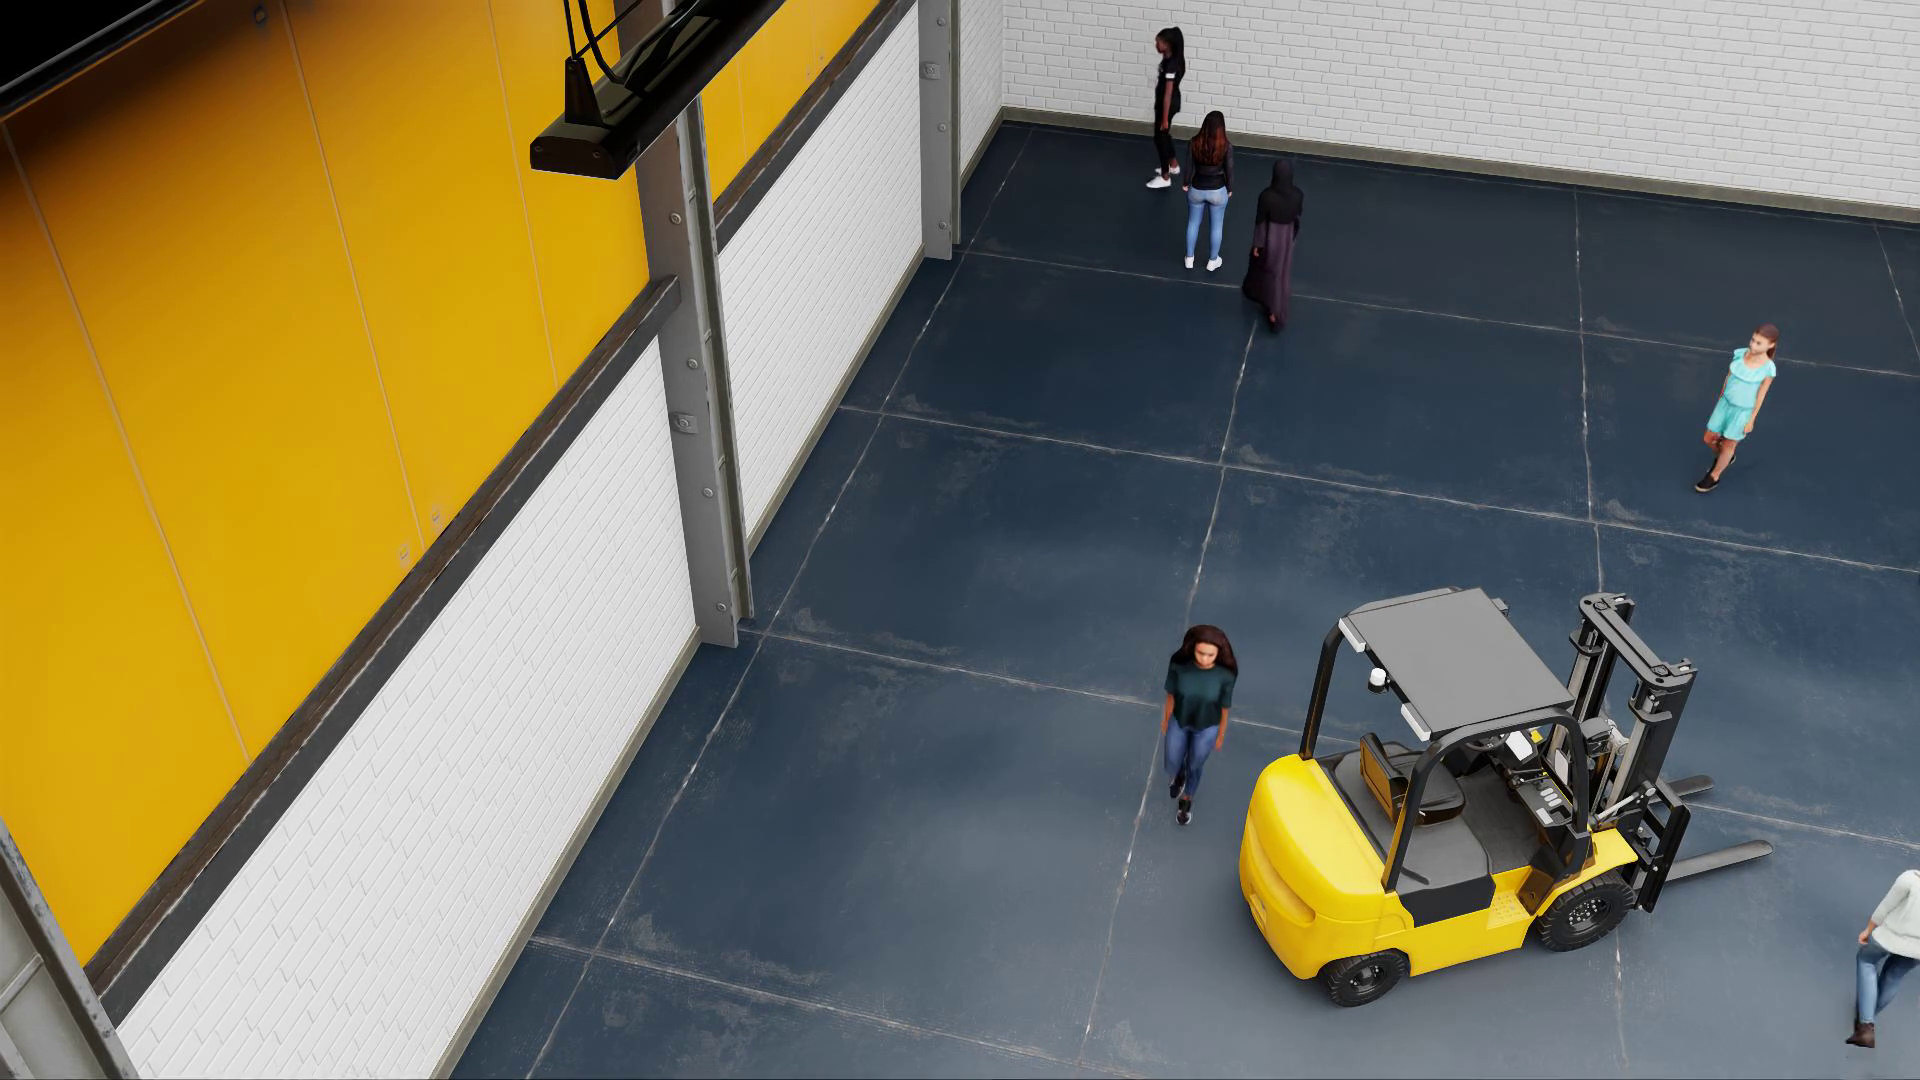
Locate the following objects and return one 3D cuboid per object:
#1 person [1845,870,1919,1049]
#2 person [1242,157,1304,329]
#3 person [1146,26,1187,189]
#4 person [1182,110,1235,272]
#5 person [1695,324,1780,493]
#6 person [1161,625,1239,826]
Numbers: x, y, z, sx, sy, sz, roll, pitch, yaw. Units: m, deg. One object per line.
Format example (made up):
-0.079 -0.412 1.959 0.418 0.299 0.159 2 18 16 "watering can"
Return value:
5.182 2.240 9.108 0.619 1.632 0.797 13 40 16 "person"
2.927 -2.736 15.358 0.864 1.609 1.197 -2 39 -3 "person"
2.186 -4.580 17.566 0.796 1.735 0.641 1 39 2 "person"
2.411 -3.401 16.170 0.639 1.634 0.552 11 40 13 "person"
6.276 -1.073 13.320 0.783 1.554 0.722 -20 43 -23 "person"
1.503 1.109 10.545 0.596 1.608 0.622 12 40 14 "person"
